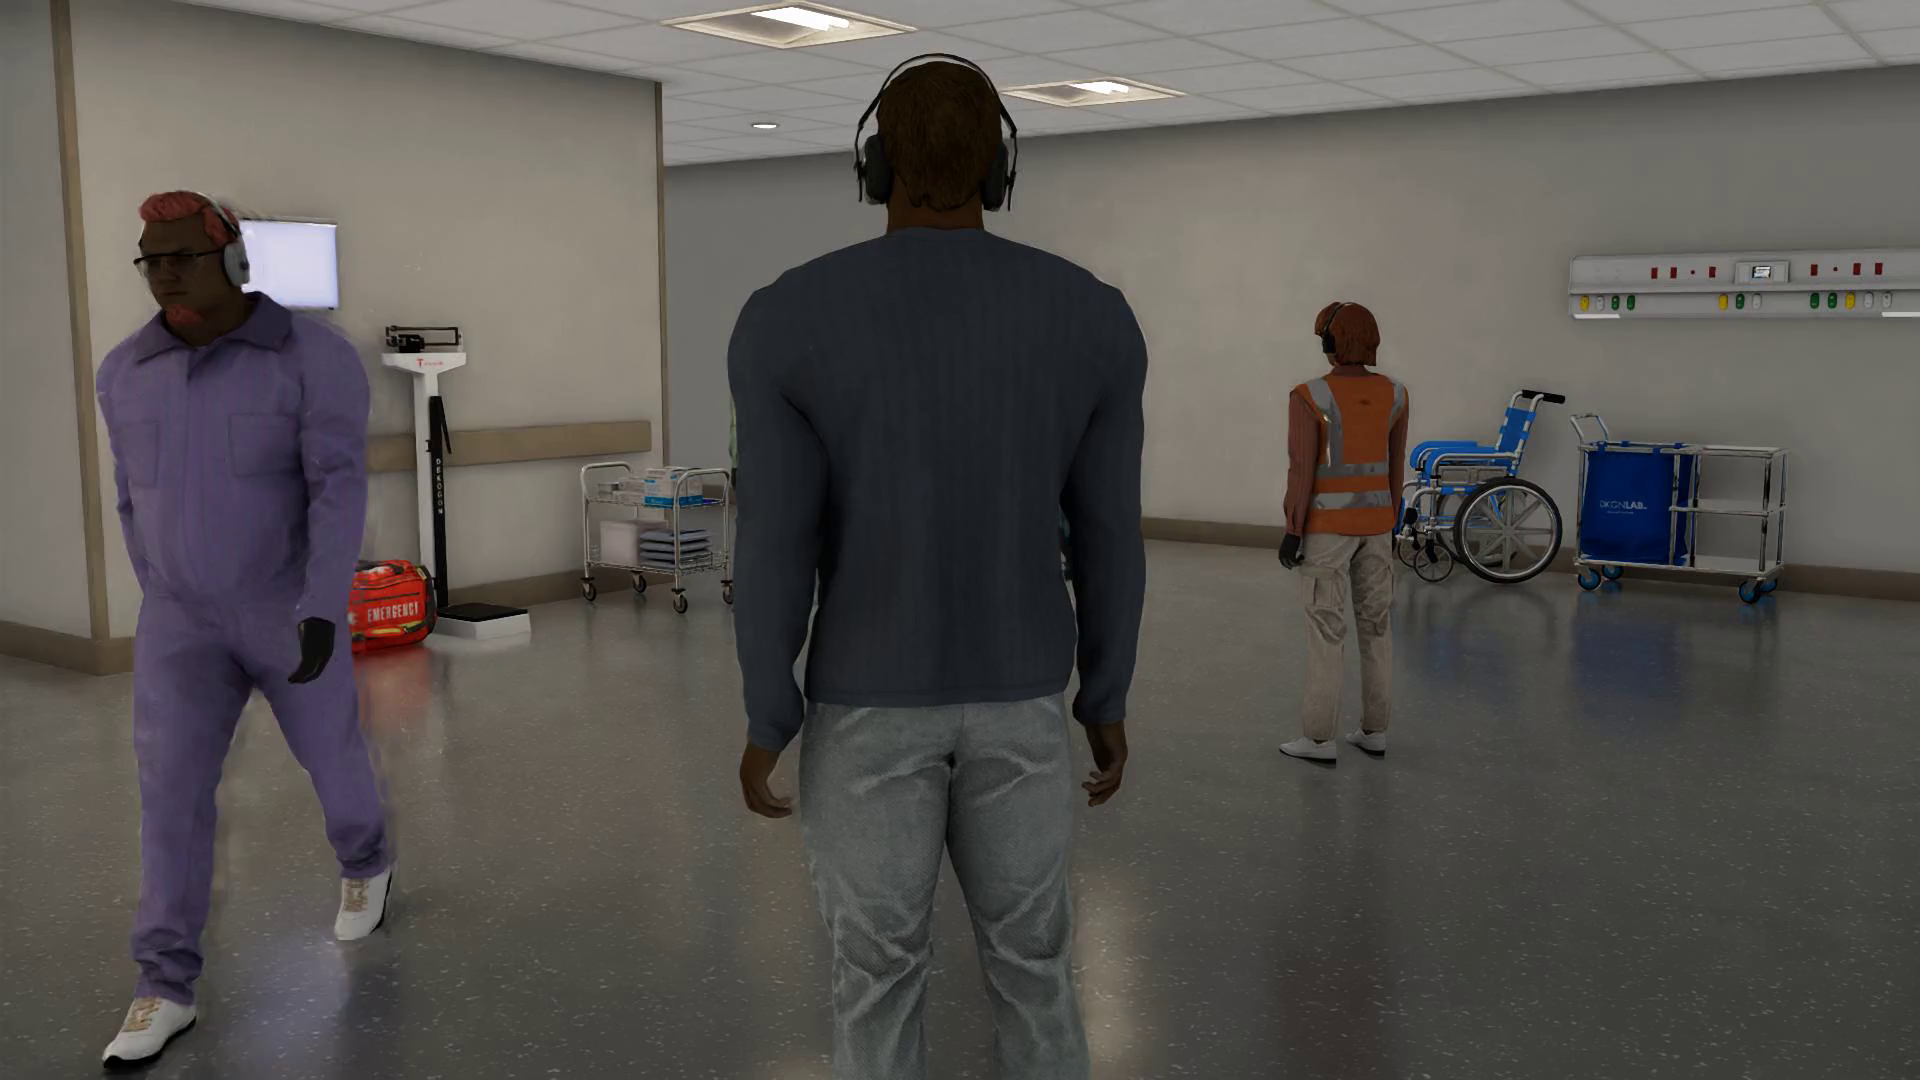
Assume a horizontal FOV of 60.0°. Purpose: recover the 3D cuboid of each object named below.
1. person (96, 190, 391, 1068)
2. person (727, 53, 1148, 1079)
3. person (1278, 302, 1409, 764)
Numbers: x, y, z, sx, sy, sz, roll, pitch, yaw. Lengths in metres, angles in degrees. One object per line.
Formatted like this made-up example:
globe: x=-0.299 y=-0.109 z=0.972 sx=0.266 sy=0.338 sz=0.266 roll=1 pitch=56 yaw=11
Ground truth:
person: x=-1.643 y=0.138 z=3.857 sx=0.637 sy=1.850 sz=1.043 roll=0 pitch=7 yaw=-3
person: x=-0.028 y=0.253 z=2.521 sx=0.635 sy=1.937 sz=0.353 roll=-2 pitch=7 yaw=-14
person: x=1.370 y=-0.023 z=5.933 sx=0.515 sy=1.641 sz=0.308 roll=-4 pitch=8 yaw=-27
